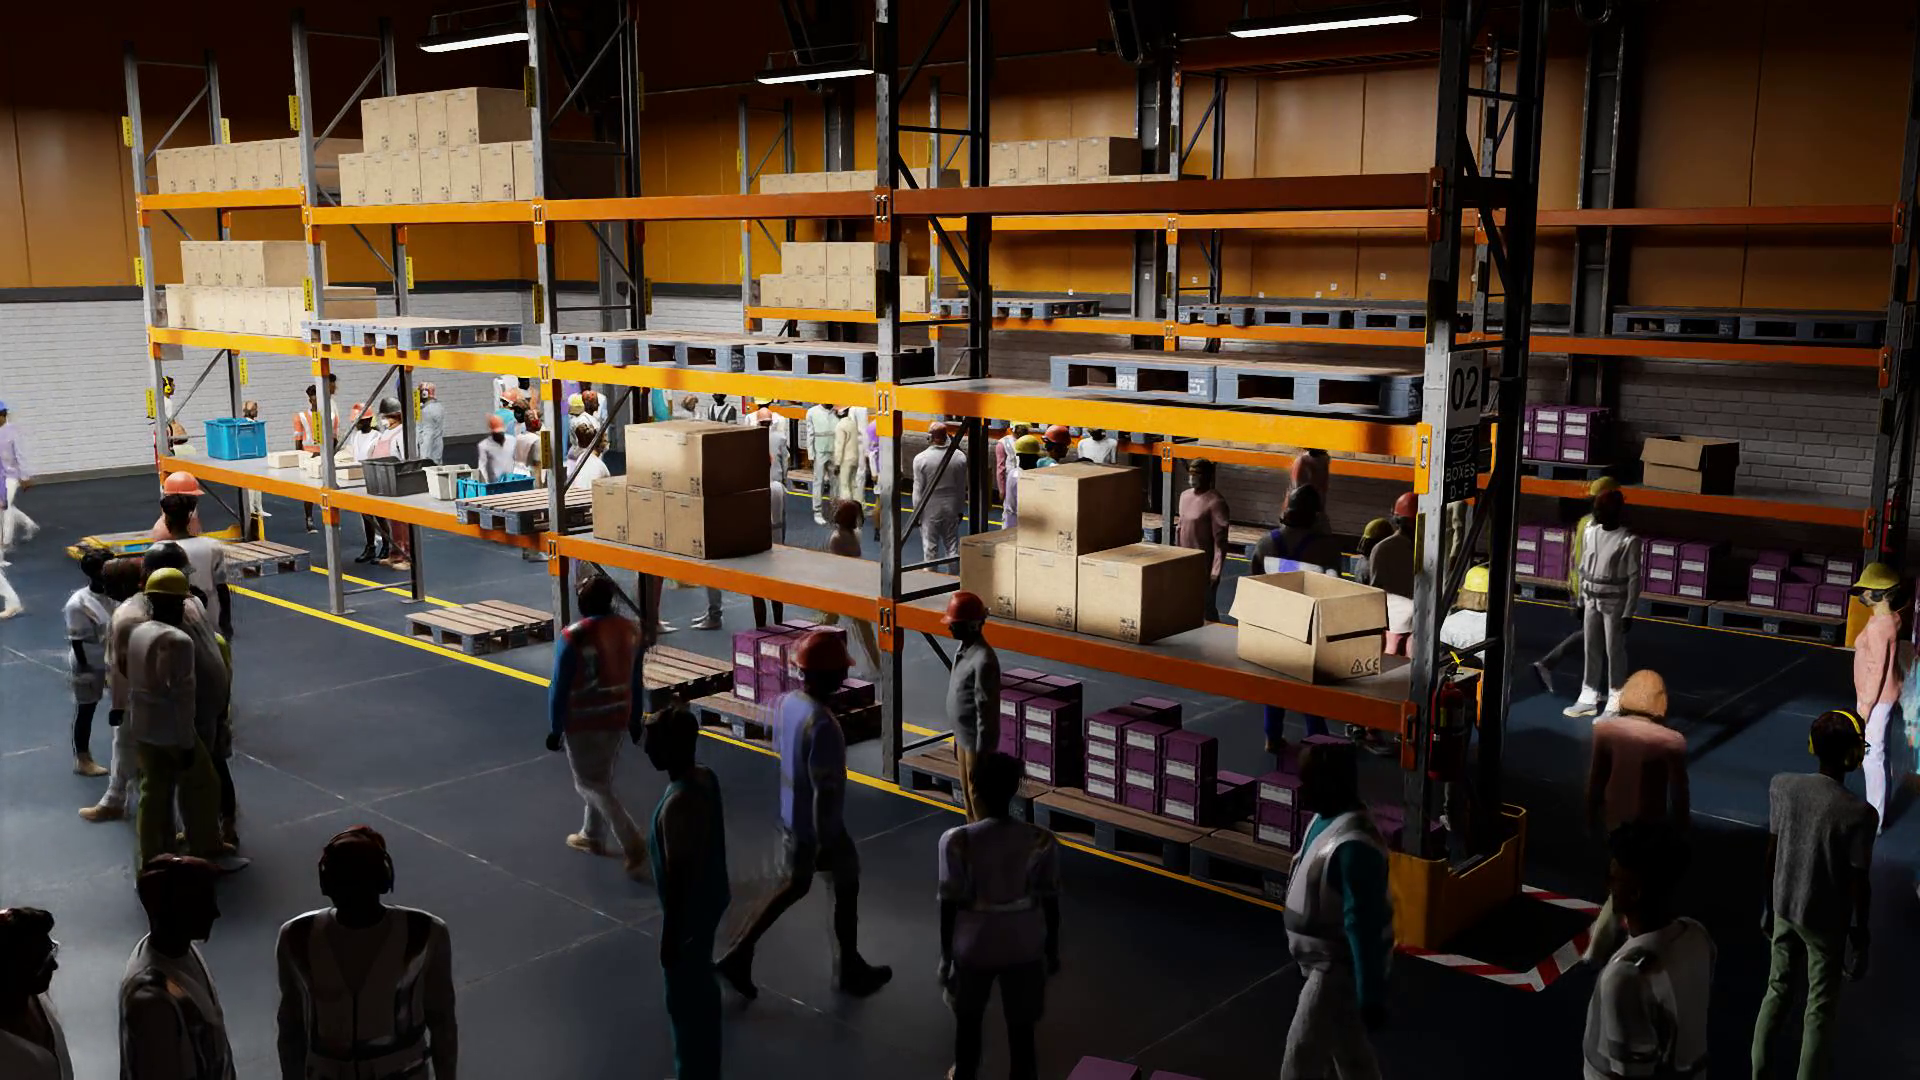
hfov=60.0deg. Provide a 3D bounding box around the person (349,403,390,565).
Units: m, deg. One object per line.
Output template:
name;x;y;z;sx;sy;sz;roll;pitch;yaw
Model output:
person;-7.040;-0.670;19.789;0.543;1.932;0.385;6;12;30

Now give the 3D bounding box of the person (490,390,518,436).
person;-6.443;-1.282;23.799;0.577;1.737;0.355;5;11;28

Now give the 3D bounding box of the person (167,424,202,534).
person;-9.479;-0.602;20.274;0.279;1.626;0.511;3;11;18

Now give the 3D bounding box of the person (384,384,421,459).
person;-7.642;-1.226;22.945;0.376;1.931;0.629;6;12;31

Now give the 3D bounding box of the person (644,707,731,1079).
person;-1.179;1.610;7.168;0.354;1.837;0.507;2;10;9

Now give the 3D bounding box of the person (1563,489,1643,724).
person;5.107;0.526;13.159;0.356;1.883;0.575;-4;11;-24

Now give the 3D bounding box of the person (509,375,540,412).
person;-6.759;-1.742;25.863;0.364;1.928;0.586;9;14;42

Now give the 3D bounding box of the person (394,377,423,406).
person;-7.919;-1.409;23.928;0.612;1.943;0.400;0;10;1

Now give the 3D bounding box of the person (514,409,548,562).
person;-5.143;-0.647;19.937;0.383;1.837;0.565;-7;12;-34

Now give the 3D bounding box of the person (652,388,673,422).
person;-4.981;-2.043;27.836;0.501;1.839;0.341;10;14;43

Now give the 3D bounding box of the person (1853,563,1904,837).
person;5.855;1.021;10.697;0.328;1.767;0.532;8;13;39

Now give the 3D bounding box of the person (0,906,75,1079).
person;-2.866;1.989;5.035;0.386;1.838;0.566;-2;10;-14

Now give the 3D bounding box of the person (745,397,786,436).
person;-2.582;-1.056;22.021;0.594;1.916;0.402;4;11;20

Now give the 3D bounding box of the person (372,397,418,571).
person;-6.627;-0.667;19.462;0.538;2.000;0.682;-8;13;-38

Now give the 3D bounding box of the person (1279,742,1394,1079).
person;1.409;1.717;6.696;0.821;1.793;0.693;1;10;6

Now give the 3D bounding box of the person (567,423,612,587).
person;-4.110;-0.374;18.358;0.517;1.844;0.332;8;13;38

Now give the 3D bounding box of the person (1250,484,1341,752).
person;2.528;0.589;12.360;0.681;2.000;0.536;7;12;34

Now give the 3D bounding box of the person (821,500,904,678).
person;-0.940;0.440;14.494;0.882;1.584;0.524;5;11;27

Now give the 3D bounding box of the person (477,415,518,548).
person;-5.784;-0.740;20.905;0.571;1.672;0.949;-7;12;-34

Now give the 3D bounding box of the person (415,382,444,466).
person;-7.360;-1.234;23.048;0.407;1.908;0.641;-1;10;-7

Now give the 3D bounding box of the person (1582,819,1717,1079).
person;2.199;1.860;5.386;0.368;1.965;0.609;10;14;44

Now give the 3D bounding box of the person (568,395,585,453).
person;-5.251;-1.137;22.996;0.323;1.737;0.487;-4;11;-20

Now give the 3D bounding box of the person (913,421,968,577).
person;-0.238;-0.324;17.891;0.643;1.913;0.410;-6;11;-29

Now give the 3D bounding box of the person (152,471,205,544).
person;-6.241;0.429;13.425;0.407;1.987;0.615;0;10;1

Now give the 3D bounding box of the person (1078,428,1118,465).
person;1.600;-0.560;19.397;0.523;1.856;0.350;4;11;21

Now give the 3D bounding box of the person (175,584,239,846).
person;-4.777;1.104;10.419;0.541;1.696;0.315;5;11;25

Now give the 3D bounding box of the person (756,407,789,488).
person;-2.444;-0.803;21.029;0.560;1.755;0.318;-3;11;-19

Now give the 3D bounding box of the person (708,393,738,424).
person;-3.589;-1.516;25.262;0.544;1.688;0.339;6;12;32

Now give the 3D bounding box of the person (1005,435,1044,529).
person;0.637;-0.083;16.478;0.385;1.925;0.592;-1;10;-3

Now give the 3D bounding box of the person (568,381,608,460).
person;-5.540;-1.544;24.794;0.593;1.923;0.393;0;10;-1

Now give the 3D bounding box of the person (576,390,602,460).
person;-4.891;-1.036;21.990;0.337;1.882;0.584;-1;10;-3

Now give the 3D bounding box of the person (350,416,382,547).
person;-7.508;-0.774;21.070;0.648;1.692;0.493;9;13;40

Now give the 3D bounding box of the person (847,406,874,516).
person;-1.428;-1.264;23.354;0.360;1.876;0.648;-5;11;-24

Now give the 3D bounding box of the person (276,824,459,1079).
person;-1.979;1.866;5.586;0.575;1.883;0.362;-1;10;-7

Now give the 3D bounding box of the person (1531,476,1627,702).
person;5.202;0.408;13.772;0.757;1.904;0.594;2;10;12
